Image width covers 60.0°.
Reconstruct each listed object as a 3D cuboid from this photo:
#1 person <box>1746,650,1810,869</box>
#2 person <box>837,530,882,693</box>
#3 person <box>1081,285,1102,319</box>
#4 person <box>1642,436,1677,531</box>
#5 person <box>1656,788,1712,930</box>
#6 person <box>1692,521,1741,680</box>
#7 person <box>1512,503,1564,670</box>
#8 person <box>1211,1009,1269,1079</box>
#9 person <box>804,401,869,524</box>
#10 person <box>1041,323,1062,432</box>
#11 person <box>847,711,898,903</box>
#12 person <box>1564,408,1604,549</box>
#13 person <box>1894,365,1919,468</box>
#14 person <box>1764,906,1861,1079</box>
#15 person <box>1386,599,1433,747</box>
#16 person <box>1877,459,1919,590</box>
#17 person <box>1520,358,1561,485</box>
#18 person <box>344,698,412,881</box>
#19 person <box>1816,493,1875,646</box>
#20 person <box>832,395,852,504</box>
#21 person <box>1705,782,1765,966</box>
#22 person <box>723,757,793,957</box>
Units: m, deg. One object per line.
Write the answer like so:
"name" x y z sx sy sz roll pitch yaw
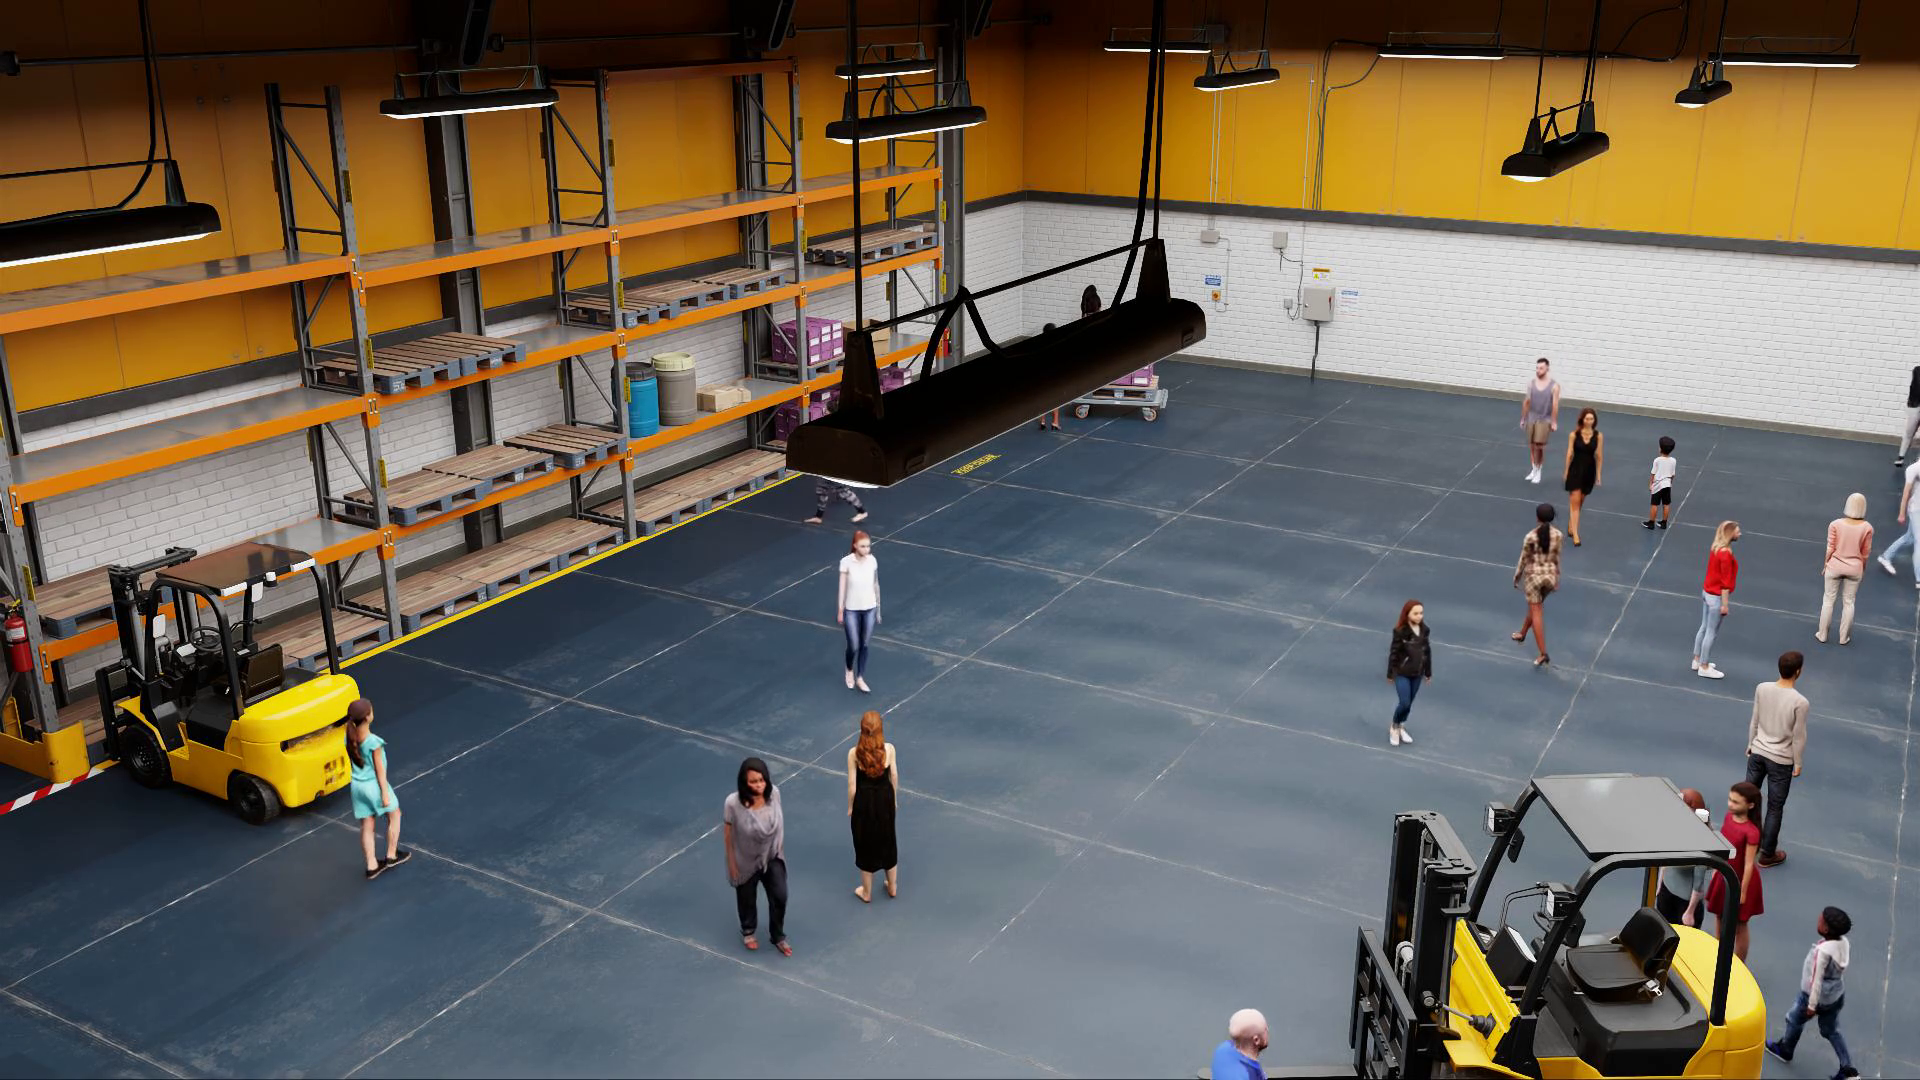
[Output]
"person" 6.699 1.790 13.724 0.716 1.864 0.722 -11 22 -30
"person" -1.068 0.710 17.142 0.705 1.728 0.779 -8 20 -23
"person" 2.461 -3.987 31.251 0.569 1.626 0.566 9 20 24
"person" 9.399 -0.761 22.253 0.561 1.255 0.607 -2 19 -6
"person" 5.074 2.541 11.685 0.727 1.741 0.659 -4 19 -12
"person" 7.949 0.605 17.493 0.743 1.704 0.589 2 19 6
"person" 6.187 0.526 17.679 1.044 1.734 1.150 -3 19 -10
"person" 1.516 3.361 9.104 0.880 1.835 0.797 -2 19 -5
"person" -1.604 -1.005 22.289 1.096 1.694 1.119 -2 19 -7
"person" 1.460 -2.655 27.051 0.580 1.781 0.525 9 21 26
"person" -0.686 2.104 13.165 0.669 1.625 0.734 -6 20 -17
"person" 8.058 -0.824 21.598 0.866 1.793 1.194 2 19 7
"person" 14.539 -2.010 24.941 1.376 1.907 1.114 -10 21 -27
"person" 5.762 3.026 11.023 0.872 1.245 0.822 -10 21 -27
"person" 4.269 1.237 15.976 0.638 1.473 0.718 -8 20 -22
"person" 11.574 -0.352 20.164 1.214 1.812 1.190 -7 20 -21
"person" 8.355 -1.732 23.849 0.718 1.827 0.763 16 24 39
"person" -4.826 2.037 13.479 0.601 1.552 0.682 7 20 20
"person" 9.756 0.308 18.342 0.633 1.724 0.569 7 20 20
"person" -1.667 -1.286 23.358 0.617 1.544 0.659 7 20 20
"person" 5.693 2.474 12.187 0.750 1.548 0.689 -4 19 -12
"person" -1.563 2.333 12.543 0.819 1.588 0.870 -10 21 -26
